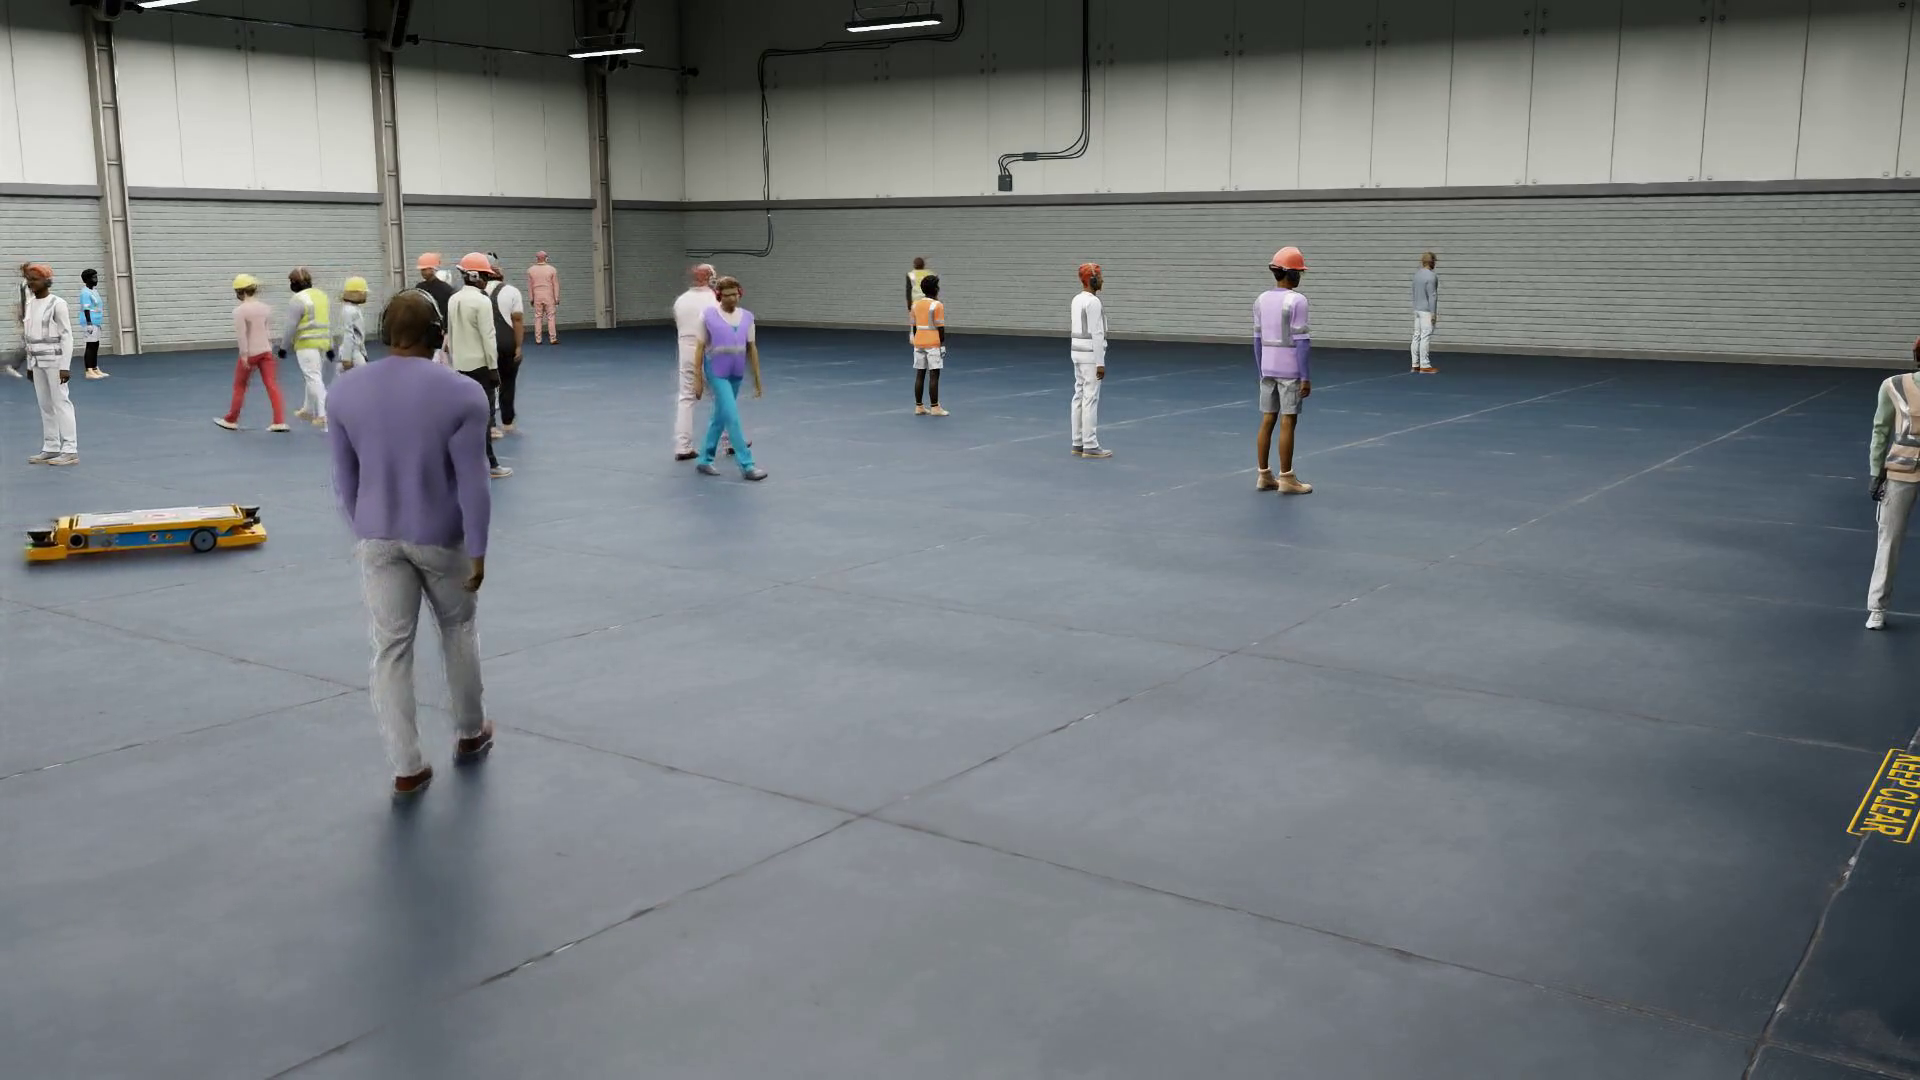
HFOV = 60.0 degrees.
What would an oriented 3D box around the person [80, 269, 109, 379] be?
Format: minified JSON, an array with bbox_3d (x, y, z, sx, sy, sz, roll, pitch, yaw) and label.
[{"bbox_3d":[-13.338,-3.317,25.559,0.321,1.689,0.530,-2,10,-13],"label":"person"}]

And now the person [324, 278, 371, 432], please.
[{"bbox_3d":[-6.588,-2.028,18.301,0.931,1.685,0.497,-5,11,-24],"label":"person"}]

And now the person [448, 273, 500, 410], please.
[{"bbox_3d":[-5.978,-2.496,20.416,0.594,1.884,0.861,9,14,43],"label":"person"}]

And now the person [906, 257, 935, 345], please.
[{"bbox_3d":[-0.798,-4.842,33.833,0.630,1.799,0.972,-2,10,-14],"label":"person"}]

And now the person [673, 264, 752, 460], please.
[{"bbox_3d":[-2.444,-1.731,16.170,0.665,1.860,0.943,6,12,29],"label":"person"}]

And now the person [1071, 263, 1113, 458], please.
[{"bbox_3d":[1.266,-1.743,16.194,0.355,1.885,0.575,-4,11,-19],"label":"person"}]

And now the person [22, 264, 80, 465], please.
[{"bbox_3d":[-8.579,-1.645,15.643,0.585,1.882,0.343,6,12,28],"label":"person"}]

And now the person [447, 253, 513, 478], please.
[{"bbox_3d":[-4.293,-1.544,14.777,0.612,1.990,0.392,9,13,40],"label":"person"}]

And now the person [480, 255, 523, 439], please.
[{"bbox_3d":[-5.042,-2.130,17.918,0.689,2.000,1.104,-2,10,-10],"label":"person"}]

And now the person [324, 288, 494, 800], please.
[{"bbox_3d":[-2.083,-0.011,6.461,0.628,1.900,0.892,-1,10,-4],"label":"person"}]

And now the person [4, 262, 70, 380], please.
[{"bbox_3d":[-14.248,-3.362,25.502,0.525,1.808,0.932,8,13,36],"label":"person"}]

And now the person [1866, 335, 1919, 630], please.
[{"bbox_3d":[5.133,-0.315,8.880,0.517,1.641,0.308,4,11,22],"label":"person"}]

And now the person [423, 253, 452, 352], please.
[{"bbox_3d":[-10.008,-4.542,31.889,0.560,1.881,1.019,-6,12,-32],"label":"person"}]

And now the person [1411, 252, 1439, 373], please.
[{"bbox_3d":[7.467,-3.638,26.655,0.368,1.938,0.633,-2,10,-12],"label":"person"}]

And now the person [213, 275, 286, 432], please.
[{"bbox_3d":[-7.851,-2.048,18.339,0.872,1.725,0.536,4,11,22],"label":"person"}]

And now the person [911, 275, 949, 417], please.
[{"bbox_3d":[-0.365,-2.327,19.988,0.538,1.696,0.317,10,14,43],"label":"person"}]

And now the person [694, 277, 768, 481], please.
[{"bbox_3d":[-2.052,-1.417,14.696,0.934,1.785,0.571,8,13,38],"label":"person"}]

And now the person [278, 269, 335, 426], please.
[{"bbox_3d":[-7.510,-2.213,19.136,0.864,1.785,0.654,2,10,13],"label":"person"}]

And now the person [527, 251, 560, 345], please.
[{"bbox_3d":[-8.531,-4.962,34.148,0.641,1.913,0.407,0,10,3],"label":"person"}]

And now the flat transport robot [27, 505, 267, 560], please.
[{"bbox_3d":[-5.518,-0.067,11.323,1.431,0.197,0.652,-5,11,-26],"label":"flat transport robot"}]

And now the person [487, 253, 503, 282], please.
[{"bbox_3d":[-10.361,-5.456,37.046,0.517,1.865,0.334,8,13,38],"label":"person"}]

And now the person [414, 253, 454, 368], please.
[{"bbox_3d":[-6.640,-2.597,20.804,0.617,1.940,0.995,7,12,34],"label":"person"}]

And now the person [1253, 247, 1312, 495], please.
[{"bbox_3d":[2.693,-1.397,13.810,0.371,2.044,0.608,-6,12,-31],"label":"person"}]
